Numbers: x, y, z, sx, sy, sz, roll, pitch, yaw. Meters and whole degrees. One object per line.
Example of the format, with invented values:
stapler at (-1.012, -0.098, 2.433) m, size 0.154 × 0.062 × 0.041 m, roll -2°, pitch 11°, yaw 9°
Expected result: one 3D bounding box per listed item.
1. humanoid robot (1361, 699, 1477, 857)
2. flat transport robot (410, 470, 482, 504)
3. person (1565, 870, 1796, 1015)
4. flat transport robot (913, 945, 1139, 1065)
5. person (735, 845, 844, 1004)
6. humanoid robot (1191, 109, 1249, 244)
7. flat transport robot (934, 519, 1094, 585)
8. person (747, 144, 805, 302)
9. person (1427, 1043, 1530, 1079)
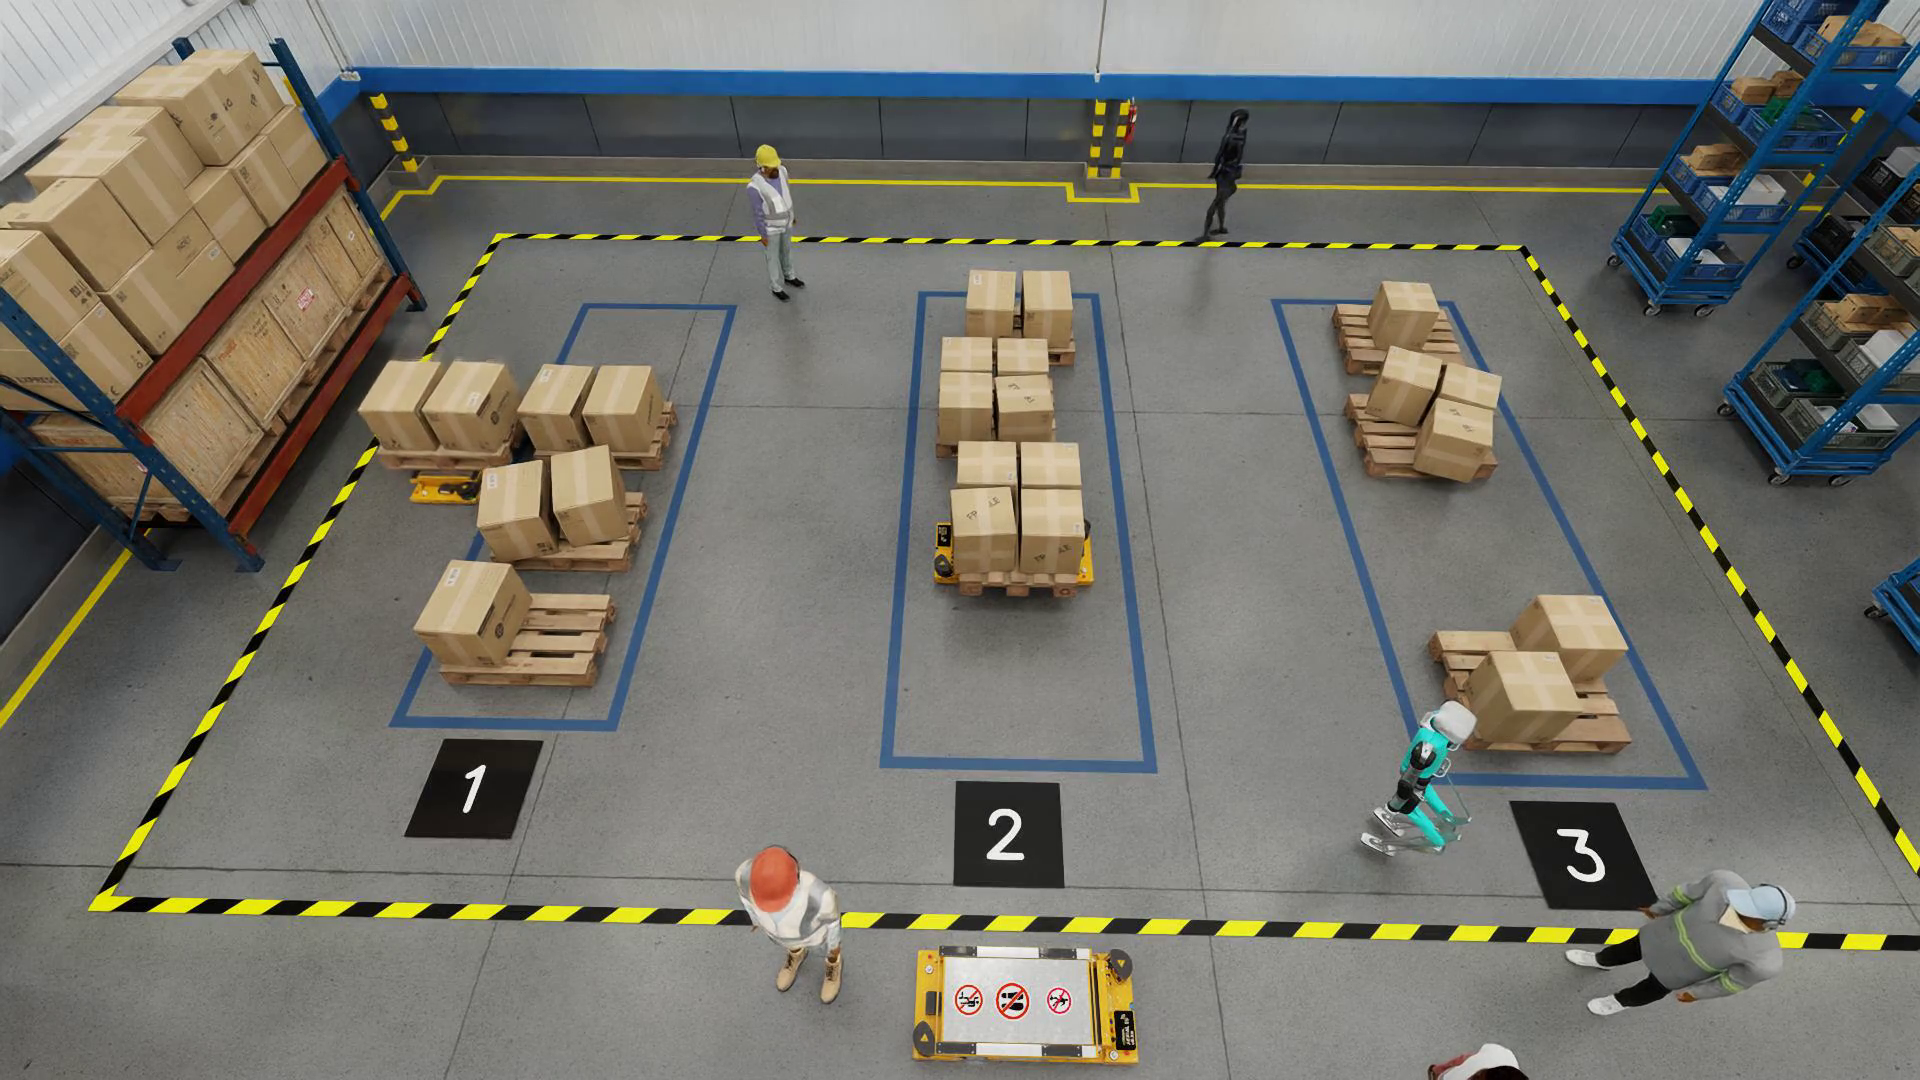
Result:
humanoid robot at (3.168, 1.699, 6.064) m, size 0.735 × 1.681 × 0.533 m, roll 35°, pitch 59°, yaw 25°
flat transport robot at (-4.965, -0.960, 9.251) m, size 0.652 × 0.197 × 1.431 m, roll 1°, pitch 51°, yaw 1°
person at (4.293, 2.440, 5.476) m, size 0.401 × 1.851 × 0.589 m, roll 1°, pitch 51°, yaw 1°
flat transport robot at (0.422, 3.041, 6.007) m, size 1.431 × 0.231 × 0.659 m, roll 1°, pitch 51°, yaw 1°
person at (-0.985, 2.306, 5.460) m, size 0.606 × 2.047 × 0.366 m, roll 12°, pitch 52°, yaw 10°
humanoid robot at (3.207, -4.440, 11.201) m, size 0.567 × 1.640 × 0.601 m, roll -7°, pitch 51°, yaw -6°
flat transport robot at (0.490, 0.087, 8.397) m, size 1.431 × 0.197 × 0.652 m, roll 1°, pitch 51°, yaw 1°
person at (-2.074, -3.606, 10.415) m, size 0.404 × 1.833 × 0.590 m, roll 26°, pitch 55°, yaw 20°
person at (2.599, 3.103, 4.902) m, size 0.394 × 1.911 × 0.580 m, roll 23°, pitch 54°, yaw 18°
